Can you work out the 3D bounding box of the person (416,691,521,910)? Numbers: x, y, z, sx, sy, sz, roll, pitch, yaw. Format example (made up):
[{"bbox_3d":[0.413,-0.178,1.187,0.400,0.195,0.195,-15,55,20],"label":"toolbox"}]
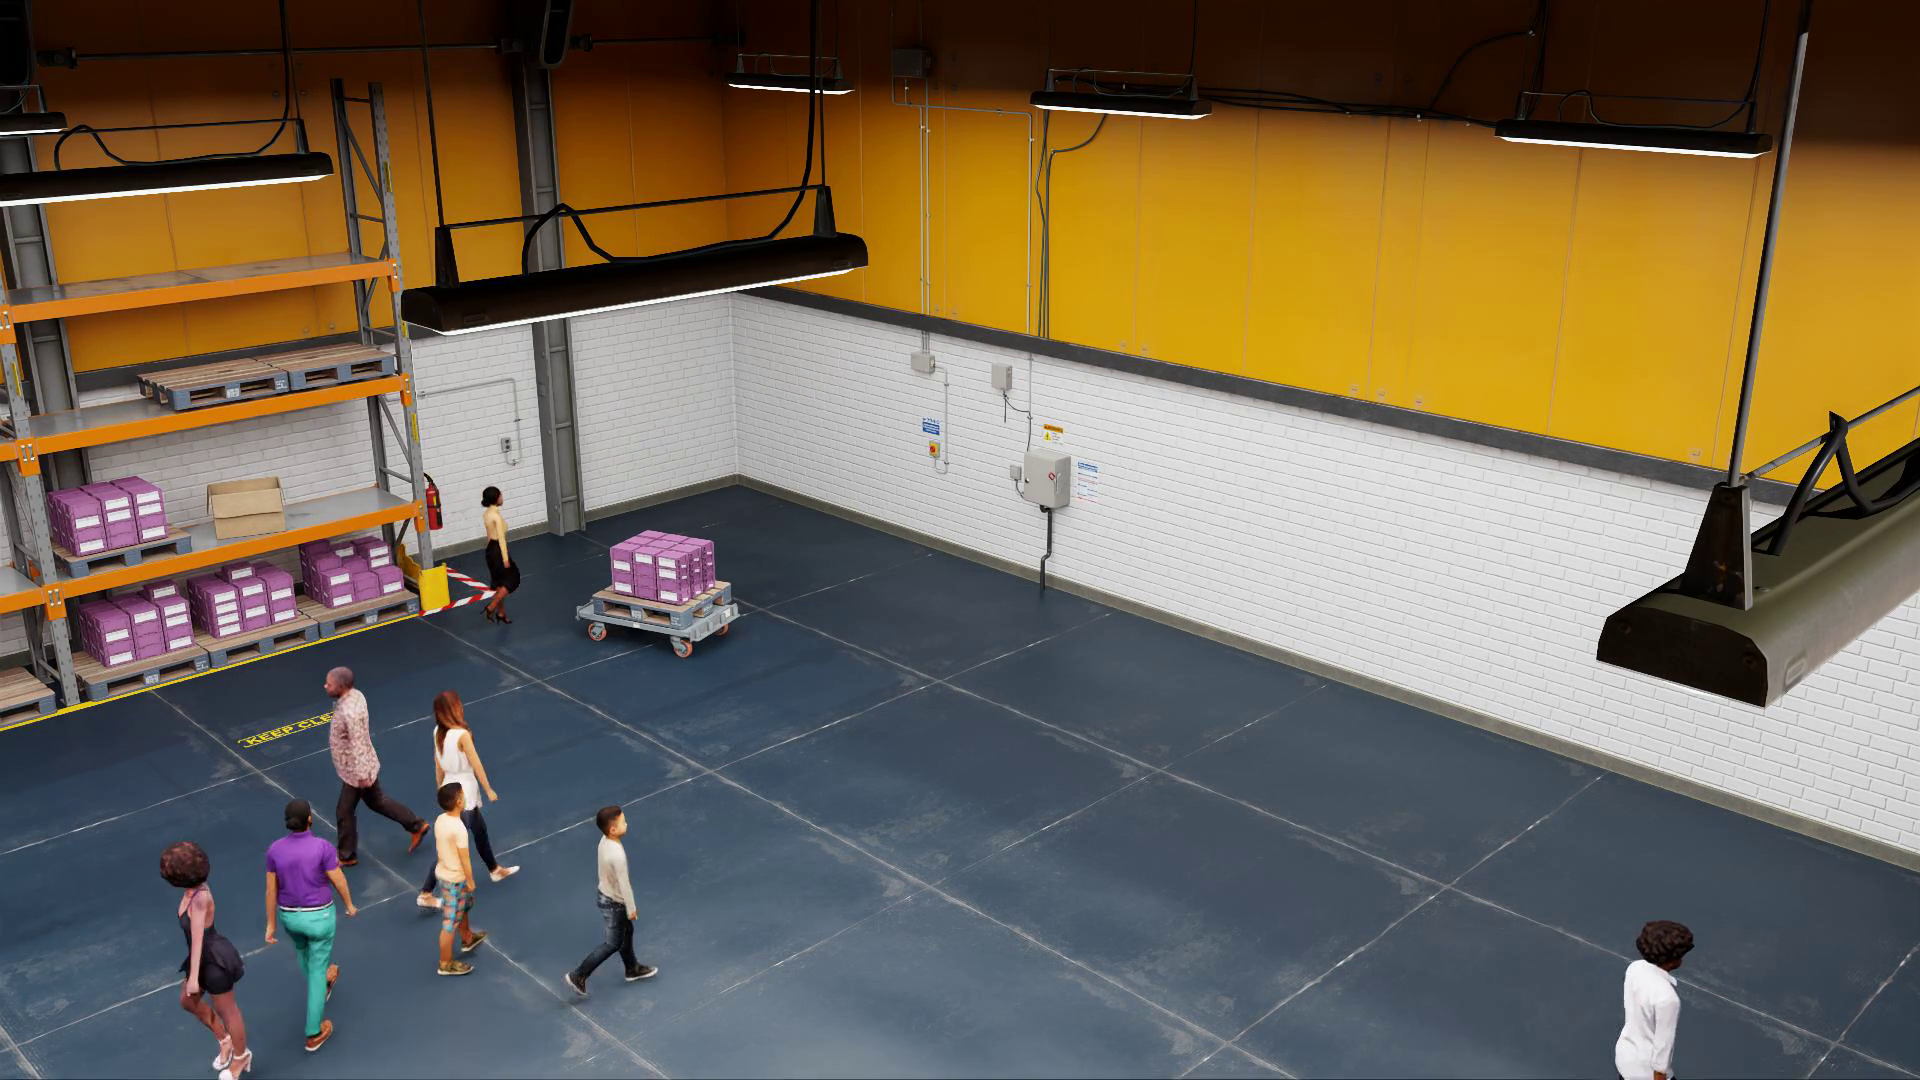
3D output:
[{"bbox_3d":[-4.028,2.098,13.102,1.128,1.722,0.593,-17,25,-41],"label":"person"}]

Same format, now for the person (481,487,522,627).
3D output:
[{"bbox_3d":[-5.294,0.218,18.809,0.717,1.642,0.644,-13,22,-33],"label":"person"}]

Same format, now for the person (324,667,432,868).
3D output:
[{"bbox_3d":[-4.859,1.859,13.701,1.267,1.793,1.066,-5,19,-13],"label":"person"}]

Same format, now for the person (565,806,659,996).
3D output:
[{"bbox_3d":[-2.562,2.621,11.987,0.990,1.444,0.735,-9,21,-25],"label":"person"}]

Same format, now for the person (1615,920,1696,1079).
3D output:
[{"bbox_3d":[4.048,3.107,9.986,0.826,1.798,0.783,-2,19,-6],"label":"person"}]

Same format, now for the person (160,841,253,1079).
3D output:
[{"bbox_3d":[-4.858,2.779,10.998,0.646,1.775,0.618,-14,23,-36],"label":"person"}]

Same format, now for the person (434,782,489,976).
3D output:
[{"bbox_3d":[-3.784,2.516,12.305,0.732,1.439,0.577,-13,22,-33],"label":"person"}]

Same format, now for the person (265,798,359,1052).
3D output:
[{"bbox_3d":[-4.513,2.665,11.410,1.104,1.728,1.168,1,19,1],"label":"person"}]
